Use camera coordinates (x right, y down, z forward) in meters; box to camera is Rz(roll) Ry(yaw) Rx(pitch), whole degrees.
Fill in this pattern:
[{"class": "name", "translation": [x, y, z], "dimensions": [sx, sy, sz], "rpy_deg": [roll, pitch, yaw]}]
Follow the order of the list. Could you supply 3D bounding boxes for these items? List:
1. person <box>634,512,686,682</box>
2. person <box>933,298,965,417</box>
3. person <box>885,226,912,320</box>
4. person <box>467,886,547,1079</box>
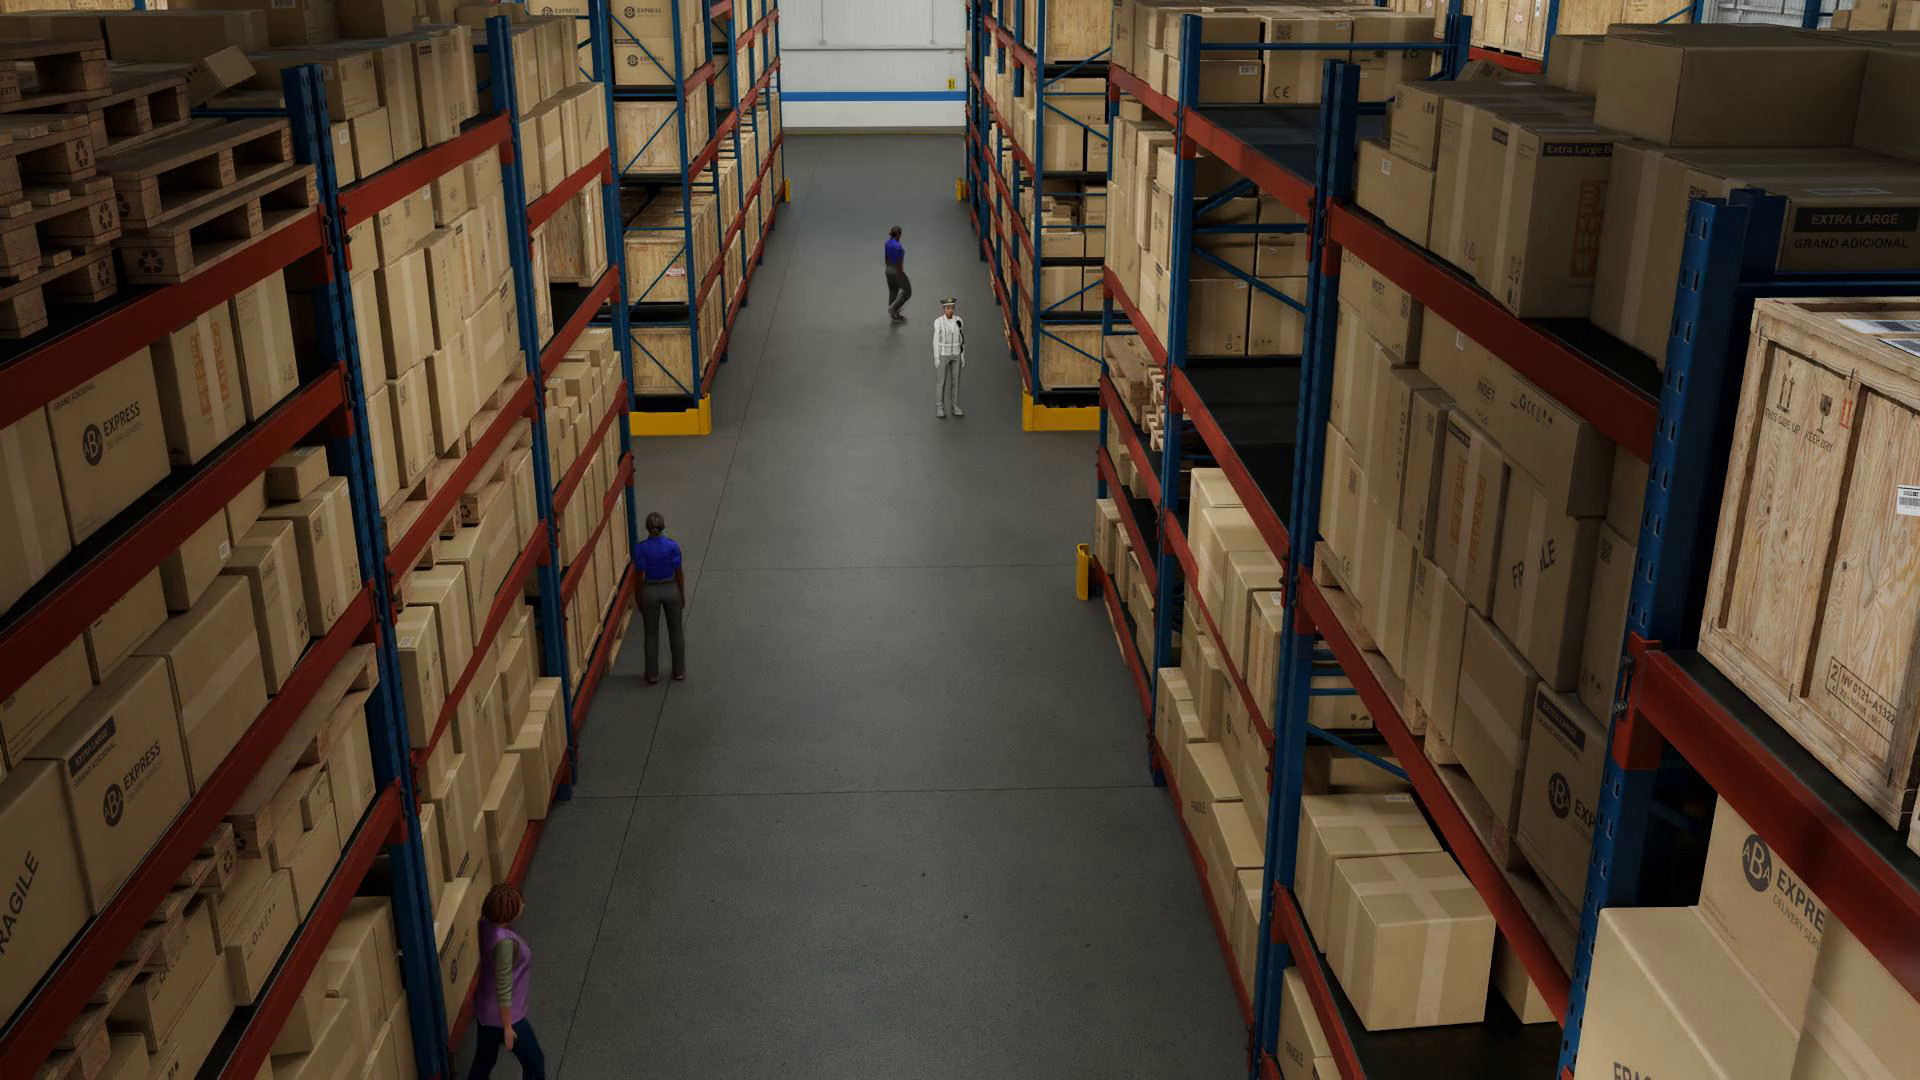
[{"class": "person", "translation": [-2.754, 0.506, 15.282], "dimensions": [0.448, 1.658, 0.377], "rpy_deg": [-4, 21, -11]}, {"class": "person", "translation": [-0.149, -2.609, 23.605], "dimensions": [0.458, 1.688, 0.363], "rpy_deg": [-7, 22, -18]}, {"class": "person", "translation": [-1.133, -4.655, 29.088], "dimensions": [0.448, 1.662, 0.495], "rpy_deg": [-13, 24, -32]}, {"class": "person", "translation": [-2.564, 2.685, 9.509], "dimensions": [0.693, 1.570, 0.478], "rpy_deg": [-13, 24, -31]}]
